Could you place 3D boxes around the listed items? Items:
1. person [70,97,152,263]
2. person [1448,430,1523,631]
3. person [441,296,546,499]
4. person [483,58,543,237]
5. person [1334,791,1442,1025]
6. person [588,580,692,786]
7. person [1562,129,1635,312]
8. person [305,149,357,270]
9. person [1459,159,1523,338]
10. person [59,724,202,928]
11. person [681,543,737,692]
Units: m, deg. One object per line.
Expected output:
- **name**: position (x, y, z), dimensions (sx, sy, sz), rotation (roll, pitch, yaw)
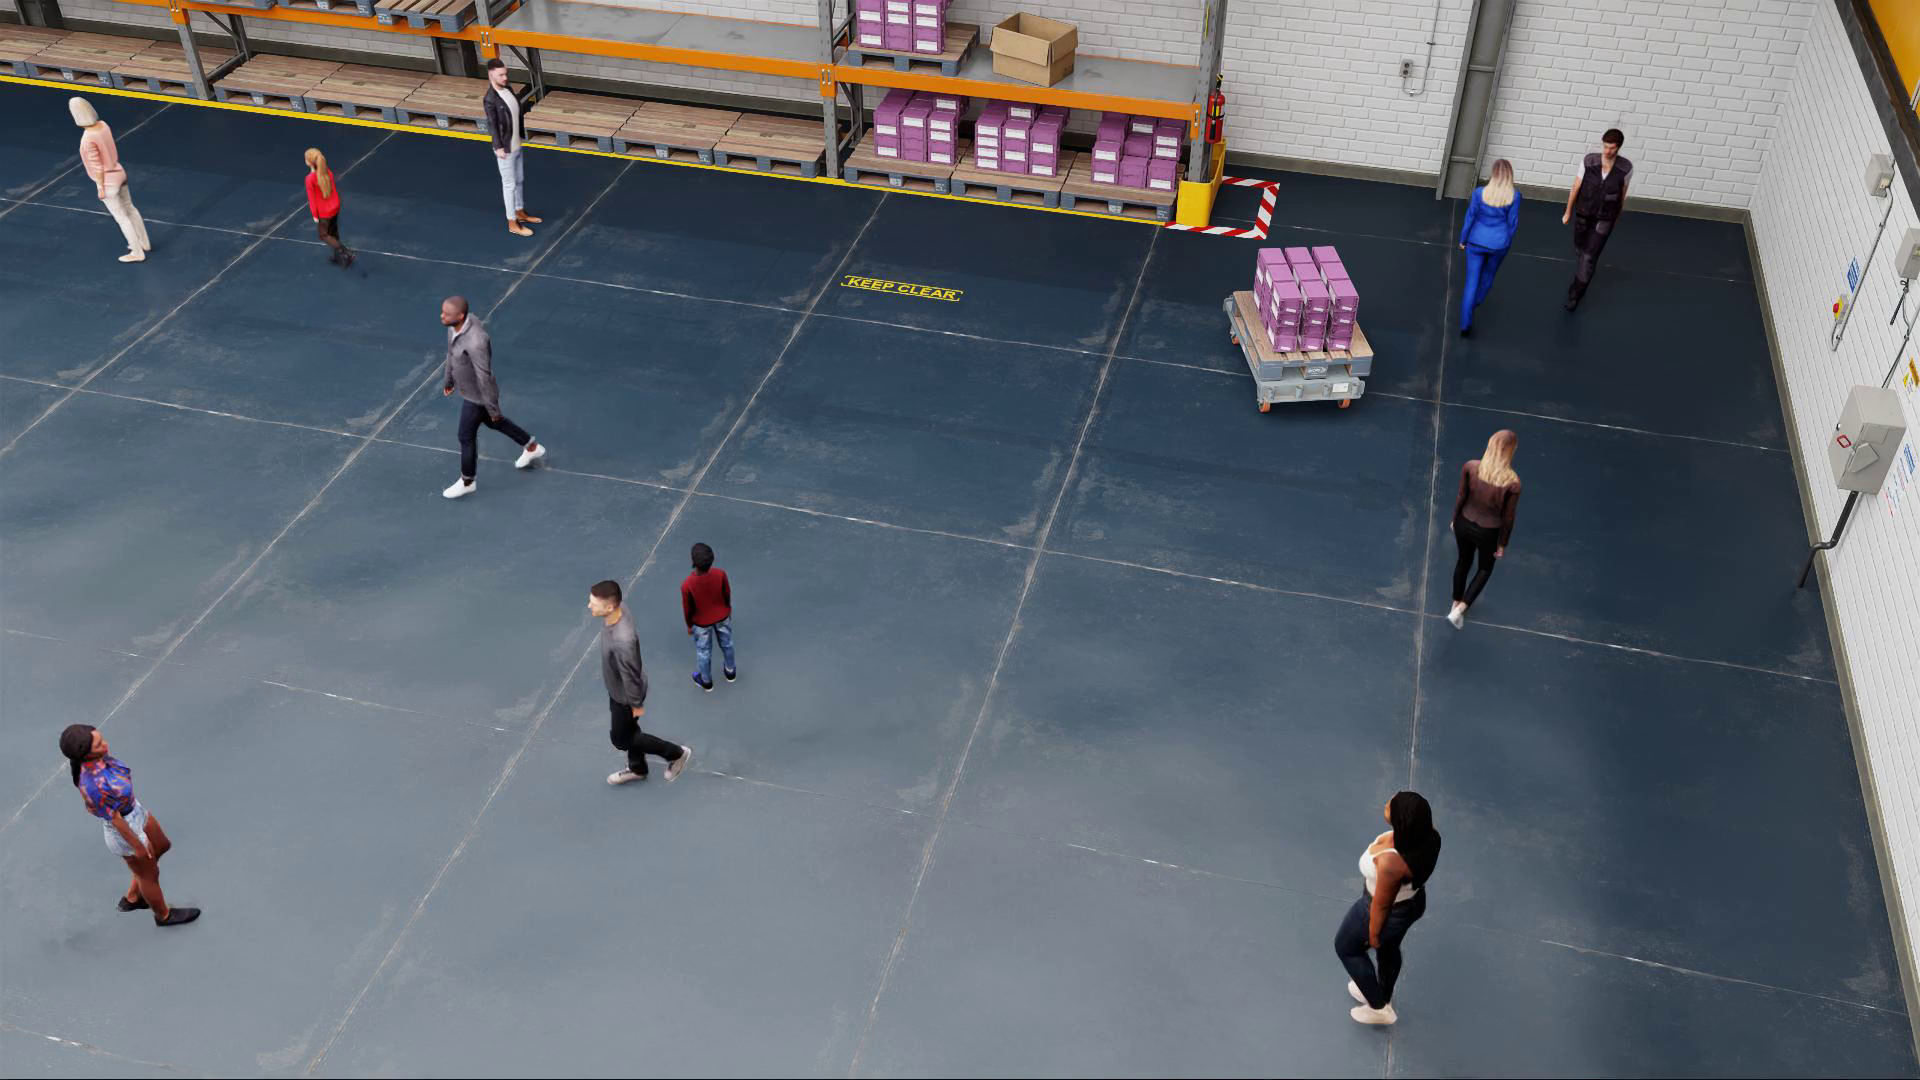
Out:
- **person**: position (-8.460, -3.596, 16.552), dimensions (0.597, 1.724, 0.646), rotation (0, 39, 0)
- **person**: position (3.748, -0.025, 12.110), dimensions (0.855, 1.688, 0.834), rotation (24, 44, 27)
- **person**: position (-3.843, -1.227, 13.538), dimensions (1.261, 1.784, 1.177), rotation (-18, 42, -21)
- **person**: position (-4.635, -4.041, 17.019), dimensions (0.555, 1.836, 0.657), rotation (7, 39, 9)
- **person**: position (2.494, 2.123, 9.332), dimensions (0.788, 1.797, 0.843), rotation (-29, 47, -32)
- **person**: position (-2.097, 0.938, 10.854), dimensions (0.933, 1.750, 0.839), rotation (-11, 40, -14)
- **person**: position (6.114, -3.136, 15.918), dimensions (1.163, 1.796, 0.933), rotation (19, 42, 22)
- **person**: position (-6.251, -3.261, 16.495), dimensions (0.721, 1.272, 0.562), rotation (16, 41, 19)
- **person**: position (4.881, -2.659, 15.429), dimensions (0.964, 1.661, 0.705), rotation (13, 40, 15)
- **person**: position (-5.028, 1.734, 9.869), dimensions (0.820, 1.735, 0.760), rotation (-15, 41, -18)
- **person**: position (-1.764, 0.534, 11.756), dimensions (0.573, 1.255, 0.637), rotation (-19, 42, -22)
